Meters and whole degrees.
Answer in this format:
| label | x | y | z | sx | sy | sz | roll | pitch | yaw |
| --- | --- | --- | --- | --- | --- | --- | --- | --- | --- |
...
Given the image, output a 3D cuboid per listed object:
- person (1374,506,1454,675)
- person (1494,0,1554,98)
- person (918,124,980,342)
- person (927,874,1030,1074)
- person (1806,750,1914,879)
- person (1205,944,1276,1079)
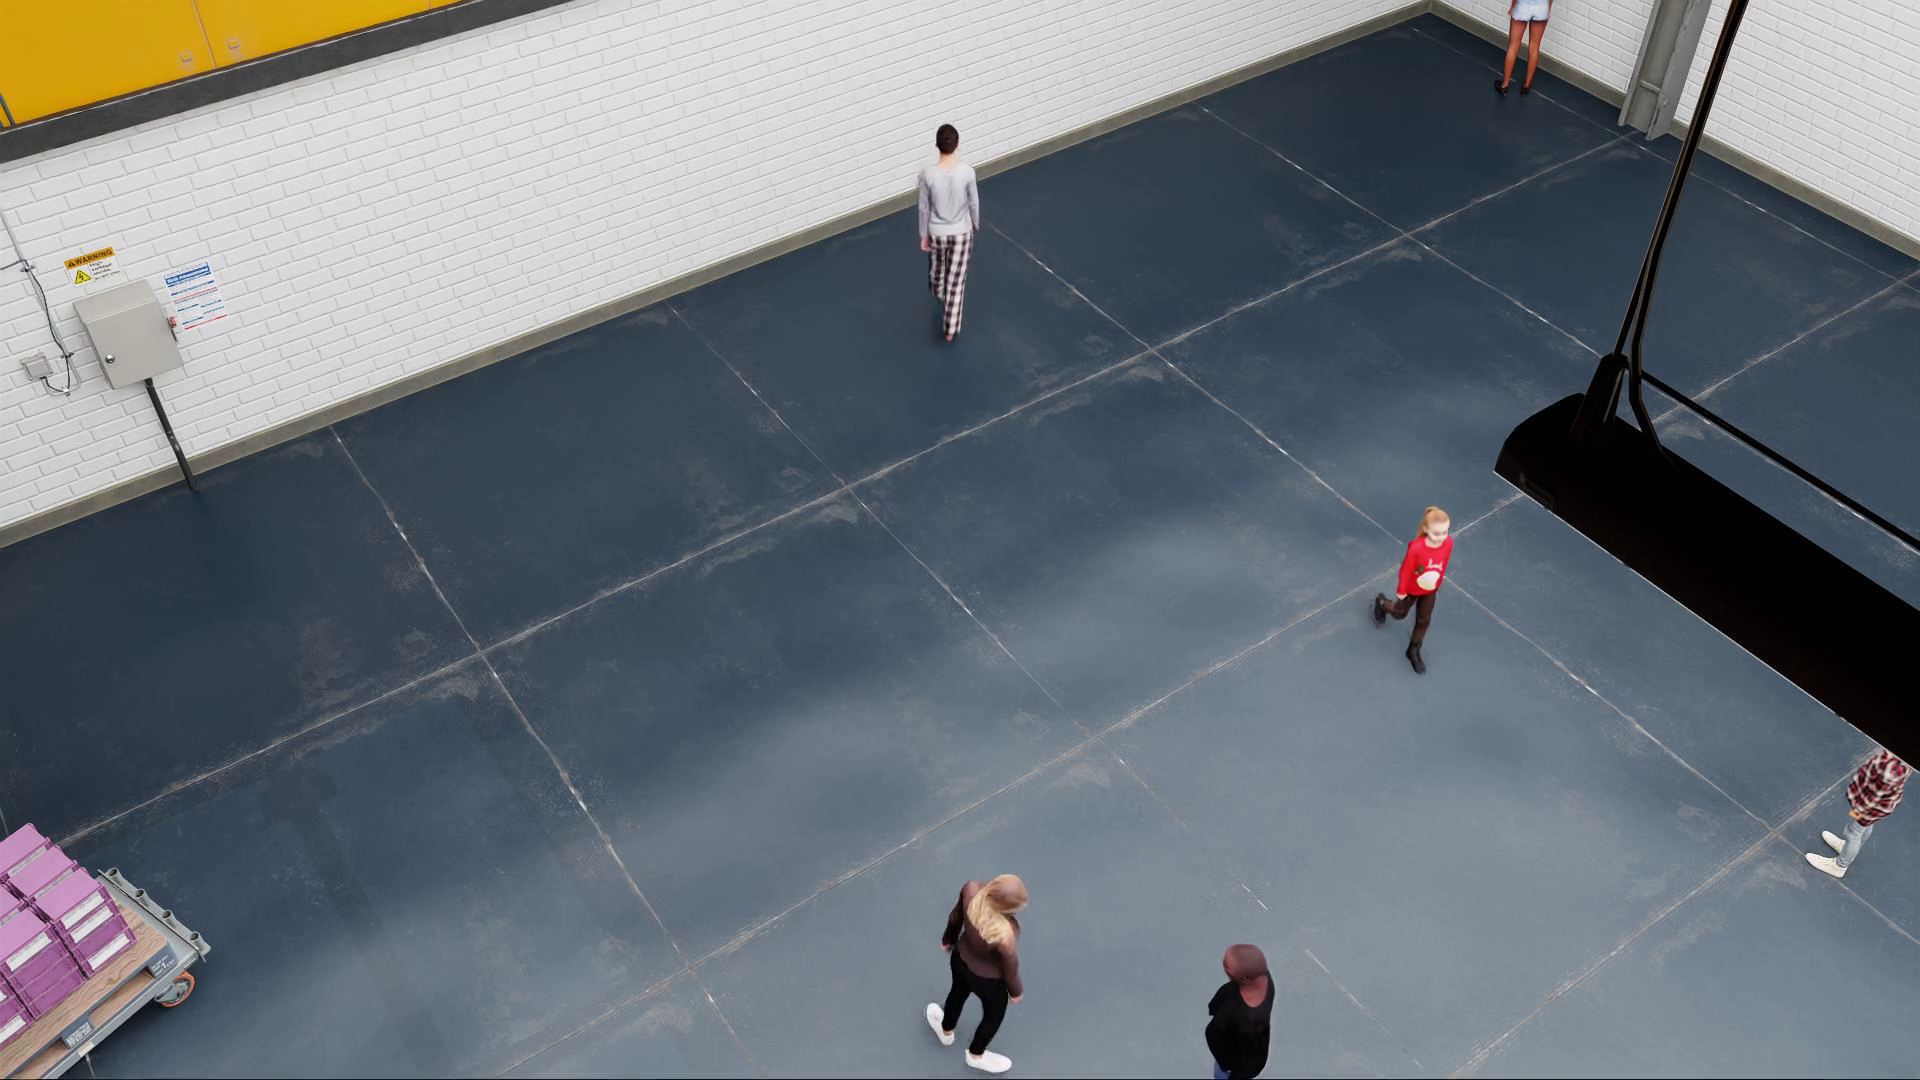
| label | x | y | z | sx | sy | sz | roll | pitch | yaw |
| --- | --- | --- | --- | --- | --- | --- | --- | --- | --- |
| person | 3.008 | 0.262 | 10.985 | 0.666 | 1.266 | 0.895 | -11 | 45 | -11 |
| person | 5.628 | -5.217 | 16.392 | 0.661 | 1.741 | 0.712 | 5 | 44 | 5 |
| person | -0.085 | -2.426 | 13.407 | 1.035 | 1.818 | 1.137 | 4 | 44 | 4 |
| person | 0.050 | 2.208 | 8.647 | 0.482 | 1.674 | 0.843 | 32 | 52 | 29 |
| person | 5.331 | 1.490 | 9.668 | 0.556 | 1.306 | 0.561 | -33 | 53 | -30 |
| person | 1.384 | 2.528 | 8.258 | 0.741 | 1.747 | 0.679 | 6 | 44 | 7 |
